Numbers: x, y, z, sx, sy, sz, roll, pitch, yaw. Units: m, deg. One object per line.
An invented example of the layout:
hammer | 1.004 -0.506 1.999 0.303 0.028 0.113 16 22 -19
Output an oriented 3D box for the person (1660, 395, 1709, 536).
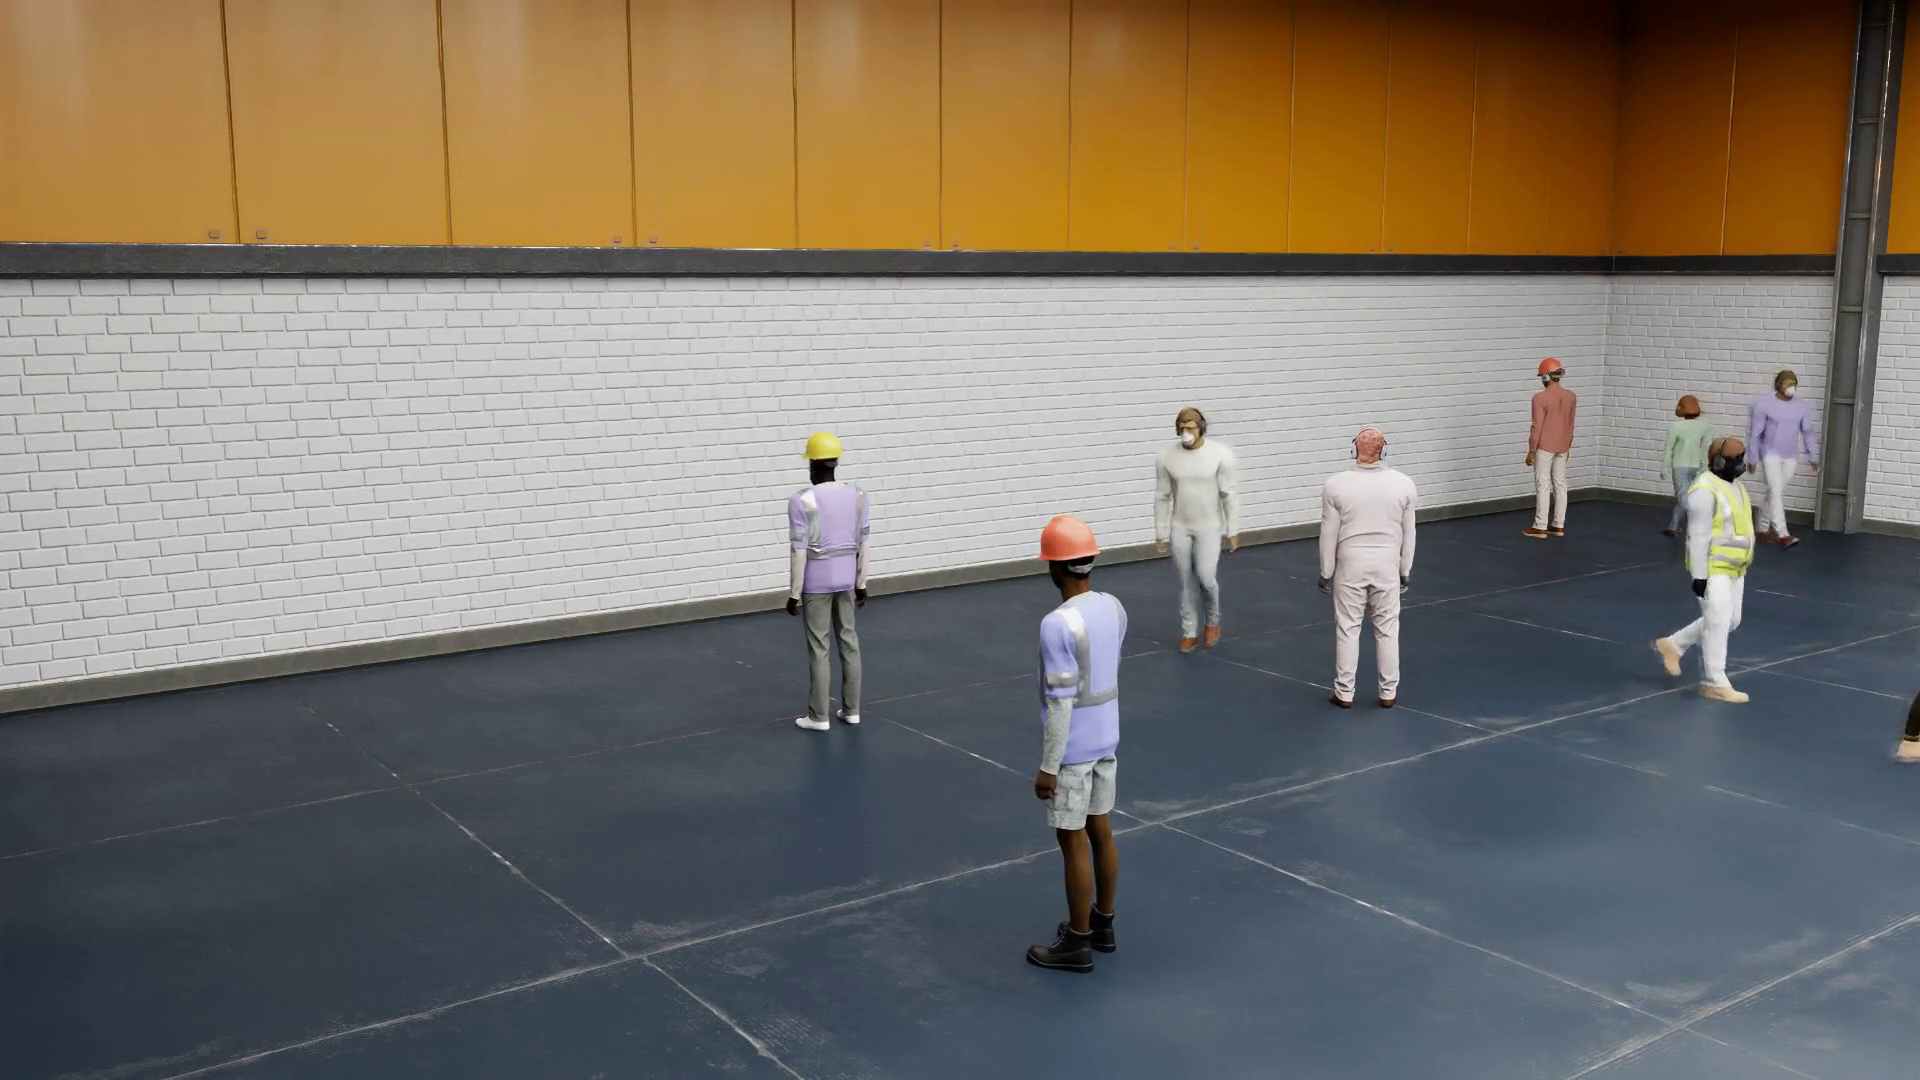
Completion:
person | 7.954 -0.782 18.187 0.512 1.606 0.800 -2 9 -14

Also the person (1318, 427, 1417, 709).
person | 2.733 0.191 11.216 0.637 1.911 0.403 0 9 3

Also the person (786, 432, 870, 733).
person | -0.857 0.269 10.677 0.595 1.925 0.376 -7 11 -36

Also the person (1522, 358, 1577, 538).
person | 6.524 -1.017 18.419 0.608 1.989 0.386 -5 10 -26

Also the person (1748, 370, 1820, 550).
person | 8.760 -0.850 17.664 0.649 1.886 0.994 -1 9 -6

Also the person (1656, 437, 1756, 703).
person | 5.181 0.186 11.513 0.631 1.825 0.650 -8 12 -40

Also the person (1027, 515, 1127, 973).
person | 0.476 0.858 7.026 0.376 1.933 0.545 6 11 34

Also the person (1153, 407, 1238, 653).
person | 1.795 -0.068 12.765 0.657 1.919 0.437 4 10 25

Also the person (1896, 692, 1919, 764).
person | 6.001 0.552 9.738 0.866 1.646 0.549 3 10 17
